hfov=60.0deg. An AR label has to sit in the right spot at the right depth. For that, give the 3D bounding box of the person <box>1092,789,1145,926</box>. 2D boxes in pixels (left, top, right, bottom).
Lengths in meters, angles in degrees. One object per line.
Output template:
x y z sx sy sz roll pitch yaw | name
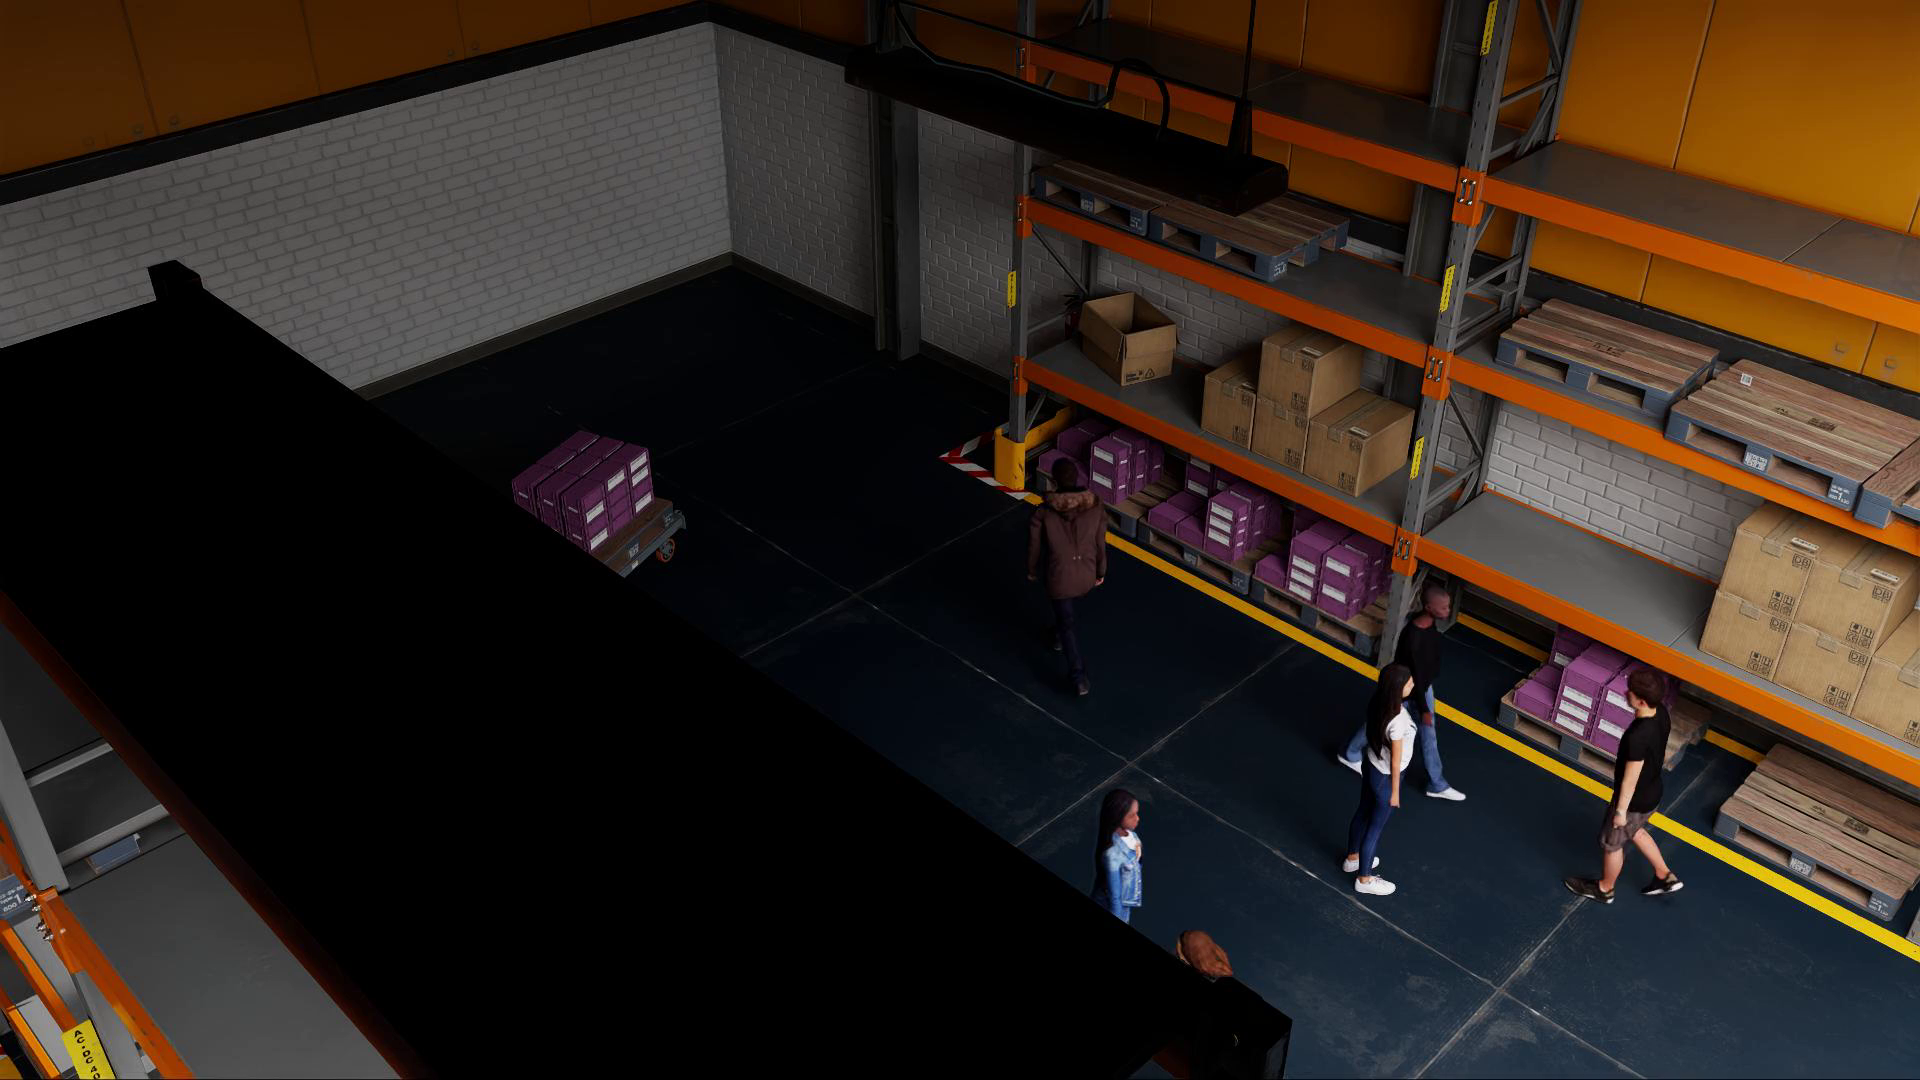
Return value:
0.902 2.145 9.824 0.721 1.712 0.690 4 34 6 | person

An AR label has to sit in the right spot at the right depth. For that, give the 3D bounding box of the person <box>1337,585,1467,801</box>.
3.010 1.036 11.504 1.205 1.699 0.724 21 39 28 | person

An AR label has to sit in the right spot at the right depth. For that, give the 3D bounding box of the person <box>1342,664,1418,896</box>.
2.702 1.525 10.701 0.725 1.774 0.649 -2 34 -4 | person

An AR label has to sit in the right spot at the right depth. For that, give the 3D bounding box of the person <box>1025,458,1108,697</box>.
0.864 0.332 12.495 1.136 1.775 1.367 -8 34 -12 | person

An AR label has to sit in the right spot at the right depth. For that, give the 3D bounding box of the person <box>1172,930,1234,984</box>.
1.337 2.695 9.197 0.735 1.490 0.690 6 34 9 | person

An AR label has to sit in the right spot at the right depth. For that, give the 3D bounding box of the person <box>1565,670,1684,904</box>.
4.336 1.618 10.500 0.983 1.841 0.819 23 40 31 | person
